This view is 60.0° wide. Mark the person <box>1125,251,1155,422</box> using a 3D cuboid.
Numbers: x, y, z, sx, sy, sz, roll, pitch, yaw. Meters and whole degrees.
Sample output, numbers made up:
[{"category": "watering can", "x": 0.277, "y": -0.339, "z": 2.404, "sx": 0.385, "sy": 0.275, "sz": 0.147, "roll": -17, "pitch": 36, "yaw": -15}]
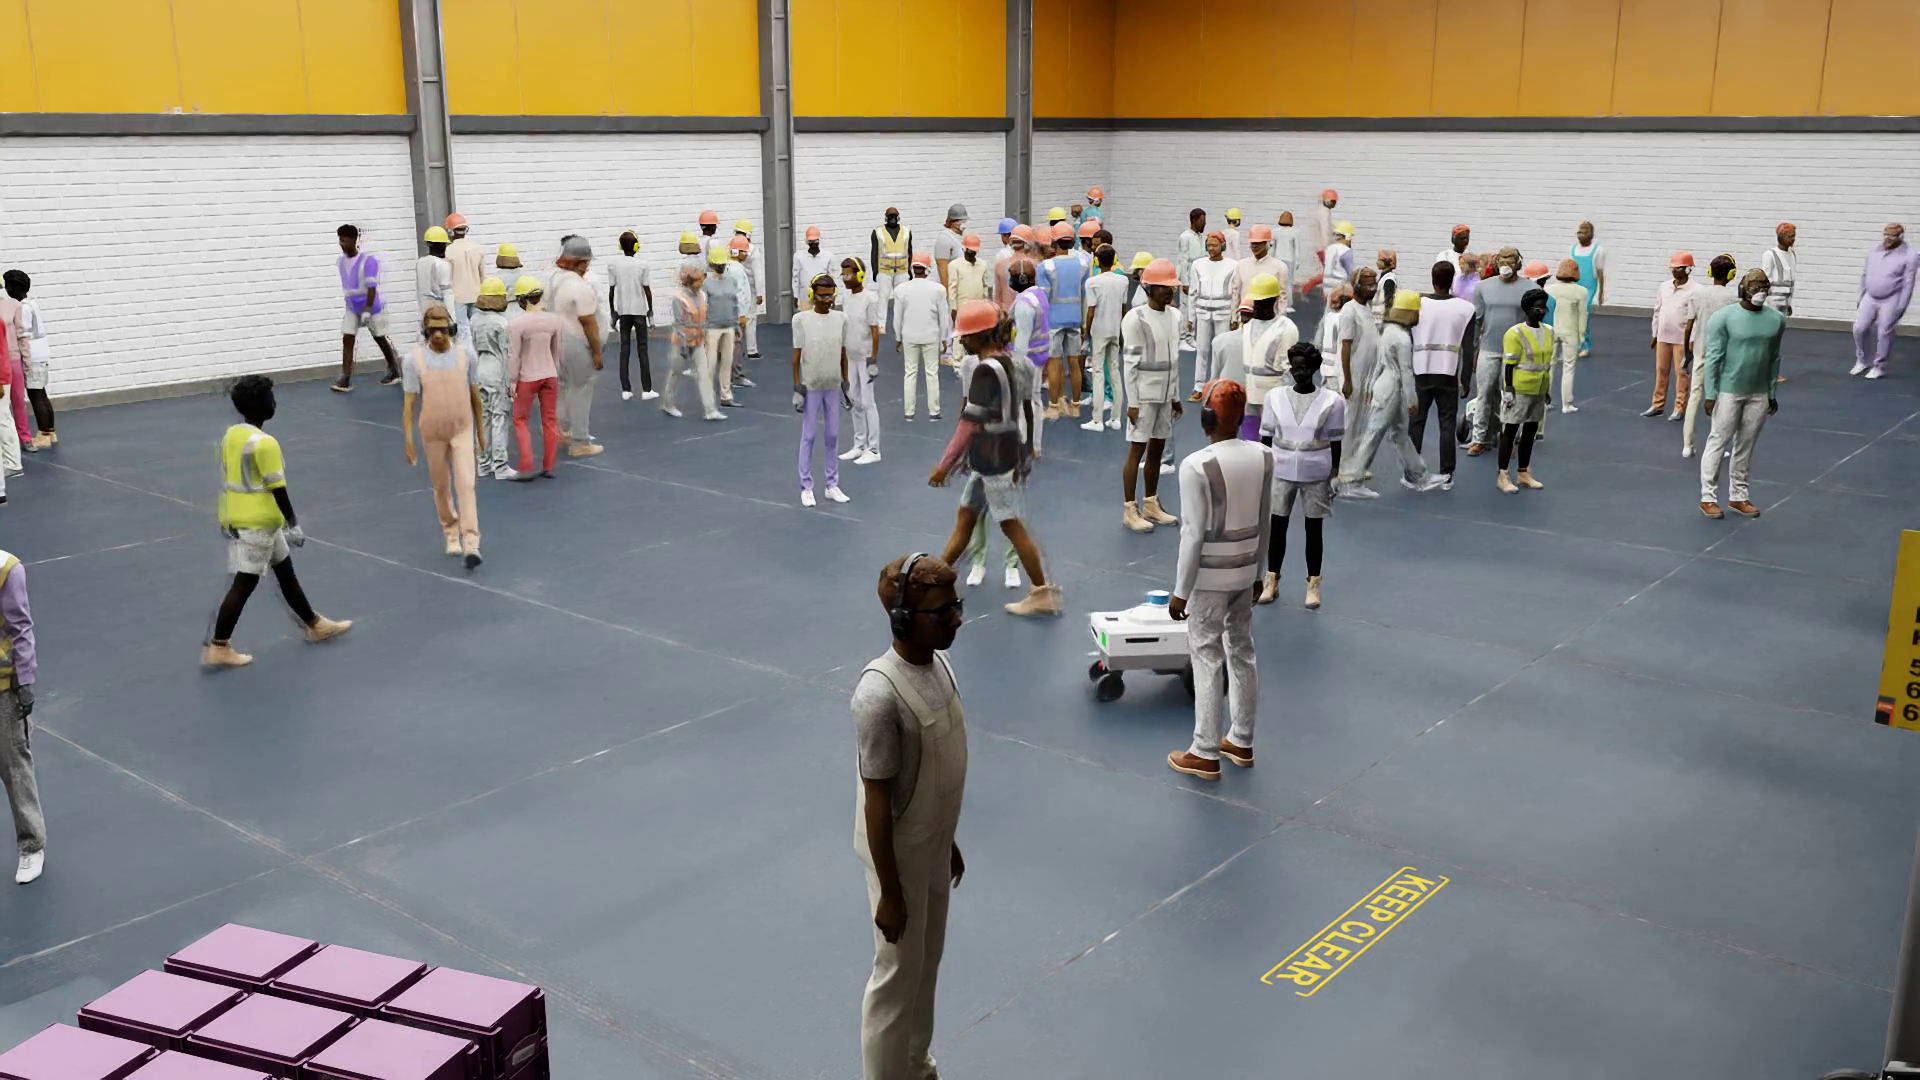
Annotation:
[{"category": "person", "x": 1.859, "y": -2.028, "z": 16.835, "sx": 0.324, "sy": 1.768, "sz": 0.524, "roll": -3, "pitch": 14, "yaw": -10}]

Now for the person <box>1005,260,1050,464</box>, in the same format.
[{"category": "person", "x": 0.583, "y": -1.602, "z": 15.004, "sx": 0.429, "sy": 1.837, "sz": 0.624, "roll": 4, "pitch": 15, "yaw": 15}]

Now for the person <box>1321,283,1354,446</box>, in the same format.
[{"category": "person", "x": 3.369, "y": -1.464, "z": 14.839, "sx": 0.309, "sy": 1.641, "sz": 0.514, "roll": -2, "pitch": 14, "yaw": -8}]

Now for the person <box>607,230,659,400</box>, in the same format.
[{"category": "person", "x": -3.638, "y": -2.491, "z": 18.472, "sx": 0.519, "sy": 1.874, "sz": 0.331, "roll": 2, "pitch": 14, "yaw": 8}]

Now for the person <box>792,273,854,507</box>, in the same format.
[{"category": "person", "x": -1.097, "y": -1.207, "z": 13.356, "sx": 0.521, "sy": 1.865, "sz": 0.328, "roll": -7, "pitch": 16, "yaw": -27}]

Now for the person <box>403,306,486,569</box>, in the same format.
[{"category": "person", "x": -3.543, "y": -0.699, "z": 11.452, "sx": 0.536, "sy": 1.793, "sz": 0.960, "roll": -5, "pitch": 15, "yaw": -18}]

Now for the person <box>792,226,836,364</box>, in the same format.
[{"category": "person", "x": -1.867, "y": -3.131, "z": 21.265, "sx": 0.560, "sy": 1.753, "sz": 0.328, "roll": -1, "pitch": 14, "yaw": -5}]

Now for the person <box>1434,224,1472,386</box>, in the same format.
[{"category": "person", "x": 5.753, "y": -2.720, "z": 19.366, "sx": 0.579, "sy": 1.880, "sz": 0.342, "roll": -7, "pitch": 16, "yaw": -26}]

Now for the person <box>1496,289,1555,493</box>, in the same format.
[{"category": "person", "x": 4.715, "y": -1.238, "z": 13.819, "sx": 0.542, "sy": 1.695, "sz": 0.316, "roll": -8, "pitch": 16, "yaw": -28}]

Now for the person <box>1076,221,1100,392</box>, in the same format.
[{"category": "person", "x": 1.462, "y": -2.666, "z": 19.036, "sx": 0.354, "sy": 1.939, "sz": 0.545, "roll": 0, "pitch": 14, "yaw": 1}]

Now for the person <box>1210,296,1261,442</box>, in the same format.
[{"category": "person", "x": 2.229, "y": -1.054, "z": 13.008, "sx": 0.570, "sy": 1.737, "sz": 0.353, "roll": 7, "pitch": 16, "yaw": 26}]

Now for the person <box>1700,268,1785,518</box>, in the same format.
[{"category": "person", "x": 6.061, "y": -1.132, "z": 12.905, "sx": 0.635, "sy": 1.939, "sz": 0.366, "roll": -2, "pitch": 14, "yaw": -10}]

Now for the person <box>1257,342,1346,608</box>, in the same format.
[{"category": "person", "x": 2.143, "y": -0.409, "z": 10.506, "sx": 0.540, "sy": 1.695, "sz": 0.317, "roll": 5, "pitch": 15, "yaw": 20}]

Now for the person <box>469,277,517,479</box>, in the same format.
[{"category": "person", "x": -4.015, "y": -1.397, "z": 14.382, "sx": 0.480, "sy": 1.733, "sz": 0.339, "roll": 9, "pitch": 17, "yaw": 33}]

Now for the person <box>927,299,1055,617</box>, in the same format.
[{"category": "person", "x": 0.099, "y": -0.494, "z": 10.281, "sx": 1.080, "sy": 1.968, "sz": 0.613, "roll": 2, "pitch": 14, "yaw": 6}]

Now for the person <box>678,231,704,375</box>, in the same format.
[{"category": "person", "x": -3.287, "y": -2.899, "z": 20.362, "sx": 0.310, "sy": 1.743, "sz": 0.493, "roll": 4, "pitch": 15, "yaw": 15}]

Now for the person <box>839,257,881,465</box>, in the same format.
[{"category": "person", "x": -0.913, "y": -1.616, "z": 15.018, "sx": 0.335, "sy": 1.856, "sz": 0.527, "roll": -11, "pitch": 18, "yaw": -38}]

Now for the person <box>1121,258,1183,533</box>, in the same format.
[{"category": "person", "x": 1.470, "y": -1.088, "z": 12.514, "sx": 0.606, "sy": 2.045, "sz": 0.389, "roll": -13, "pitch": 19, "yaw": -42}]

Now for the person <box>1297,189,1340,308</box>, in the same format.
[{"category": "person", "x": 6.008, "y": -4.821, "z": 27.558, "sx": 0.630, "sy": 1.972, "sz": 0.635, "roll": 4, "pitch": 14, "yaw": 14}]

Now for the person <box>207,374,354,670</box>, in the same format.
[{"category": "person", "x": -3.952, "y": -0.115, "z": 9.439, "sx": 0.889, "sy": 1.646, "sz": 0.543, "roll": -12, "pitch": 18, "yaw": -39}]

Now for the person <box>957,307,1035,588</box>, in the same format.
[{"category": "person", "x": 0.235, "y": -0.603, "z": 10.962, "sx": 0.508, "sy": 1.860, "sz": 0.334, "roll": 3, "pitch": 14, "yaw": 10}]

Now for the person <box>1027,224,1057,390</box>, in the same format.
[{"category": "person", "x": 0.923, "y": -2.634, "z": 18.972, "sx": 0.653, "sy": 1.906, "sz": 0.405, "roll": -12, "pitch": 18, "yaw": -40}]

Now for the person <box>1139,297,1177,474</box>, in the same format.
[{"category": "person", "x": 1.750, "y": -1.390, "z": 14.554, "sx": 0.279, "sy": 1.632, "sz": 0.502, "roll": -2, "pitch": 14, "yaw": -8}]

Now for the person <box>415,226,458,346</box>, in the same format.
[{"category": "person", "x": -5.714, "y": -2.473, "z": 18.287, "sx": 0.594, "sy": 1.924, "sz": 0.375, "roll": 12, "pitch": 18, "yaw": 40}]

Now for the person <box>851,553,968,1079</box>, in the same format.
[{"category": "person", "x": -0.124, "y": 0.932, "z": 4.847, "sx": 0.343, "sy": 1.846, "sz": 0.507, "roll": 5, "pitch": 15, "yaw": 18}]

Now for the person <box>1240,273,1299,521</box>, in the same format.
[{"category": "person", "x": 2.325, "y": -1.094, "z": 12.801, "sx": 0.401, "sy": 1.917, "sz": 0.593, "roll": -9, "pitch": 17, "yaw": -32}]

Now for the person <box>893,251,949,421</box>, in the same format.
[{"category": "person", "x": -0.397, "y": -2.093, "z": 17.123, "sx": 0.573, "sy": 1.748, "sz": 0.332, "roll": 1, "pitch": 14, "yaw": 4}]

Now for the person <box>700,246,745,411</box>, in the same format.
[{"category": "person", "x": -2.543, "y": -2.251, "z": 17.776, "sx": 0.563, "sy": 1.750, "sz": 0.352, "roll": -13, "pitch": 19, "yaw": -43}]

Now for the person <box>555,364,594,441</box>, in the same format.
[{"category": "person", "x": -3.772, "y": -1.759, "z": 16.038, "sx": 0.519, "sy": 1.632, "sz": 0.317, "roll": 11, "pitch": 18, "yaw": 38}]

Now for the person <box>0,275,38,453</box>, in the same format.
[{"category": "person", "x": -8.859, "y": -1.652, "z": 15.346, "sx": 0.525, "sy": 1.759, "sz": 0.341, "roll": -12, "pitch": 18, "yaw": -39}]

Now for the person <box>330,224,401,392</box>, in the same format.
[{"category": "person", "x": -6.905, "y": -2.685, "z": 19.193, "sx": 0.593, "sy": 1.912, "sz": 1.032, "roll": 5, "pitch": 15, "yaw": 20}]

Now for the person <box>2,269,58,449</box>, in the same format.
[{"category": "person", "x": -8.775, "y": -1.708, "z": 15.717, "sx": 0.321, "sy": 1.685, "sz": 0.542, "roll": -5, "pitch": 15, "yaw": -18}]

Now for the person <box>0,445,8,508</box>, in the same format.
[{"category": "person", "x": -7.854, "y": -1.138, "z": 13.168, "sx": 0.591, "sy": 1.820, "sz": 0.404, "roll": 13, "pitch": 19, "yaw": 41}]

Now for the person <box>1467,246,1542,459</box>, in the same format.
[{"category": "person", "x": 4.964, "y": -1.713, "z": 15.226, "sx": 0.635, "sy": 1.937, "sz": 0.353, "roll": 6, "pitch": 15, "yaw": 22}]

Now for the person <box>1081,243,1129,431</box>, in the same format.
[{"category": "person", "x": 1.437, "y": -2.016, "z": 16.590, "sx": 0.513, "sy": 1.867, "sz": 0.328, "roll": -8, "pitch": 16, "yaw": -29}]

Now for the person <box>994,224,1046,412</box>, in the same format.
[{"category": "person", "x": 0.644, "y": -2.307, "z": 17.487, "sx": 0.611, "sy": 1.994, "sz": 0.378, "roll": 9, "pitch": 17, "yaw": 32}]

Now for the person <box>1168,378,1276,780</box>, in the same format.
[{"category": "person", "x": 1.213, "y": 0.183, "z": 7.762, "sx": 0.583, "sy": 1.882, "sz": 0.338, "roll": -11, "pitch": 18, "yaw": -37}]
